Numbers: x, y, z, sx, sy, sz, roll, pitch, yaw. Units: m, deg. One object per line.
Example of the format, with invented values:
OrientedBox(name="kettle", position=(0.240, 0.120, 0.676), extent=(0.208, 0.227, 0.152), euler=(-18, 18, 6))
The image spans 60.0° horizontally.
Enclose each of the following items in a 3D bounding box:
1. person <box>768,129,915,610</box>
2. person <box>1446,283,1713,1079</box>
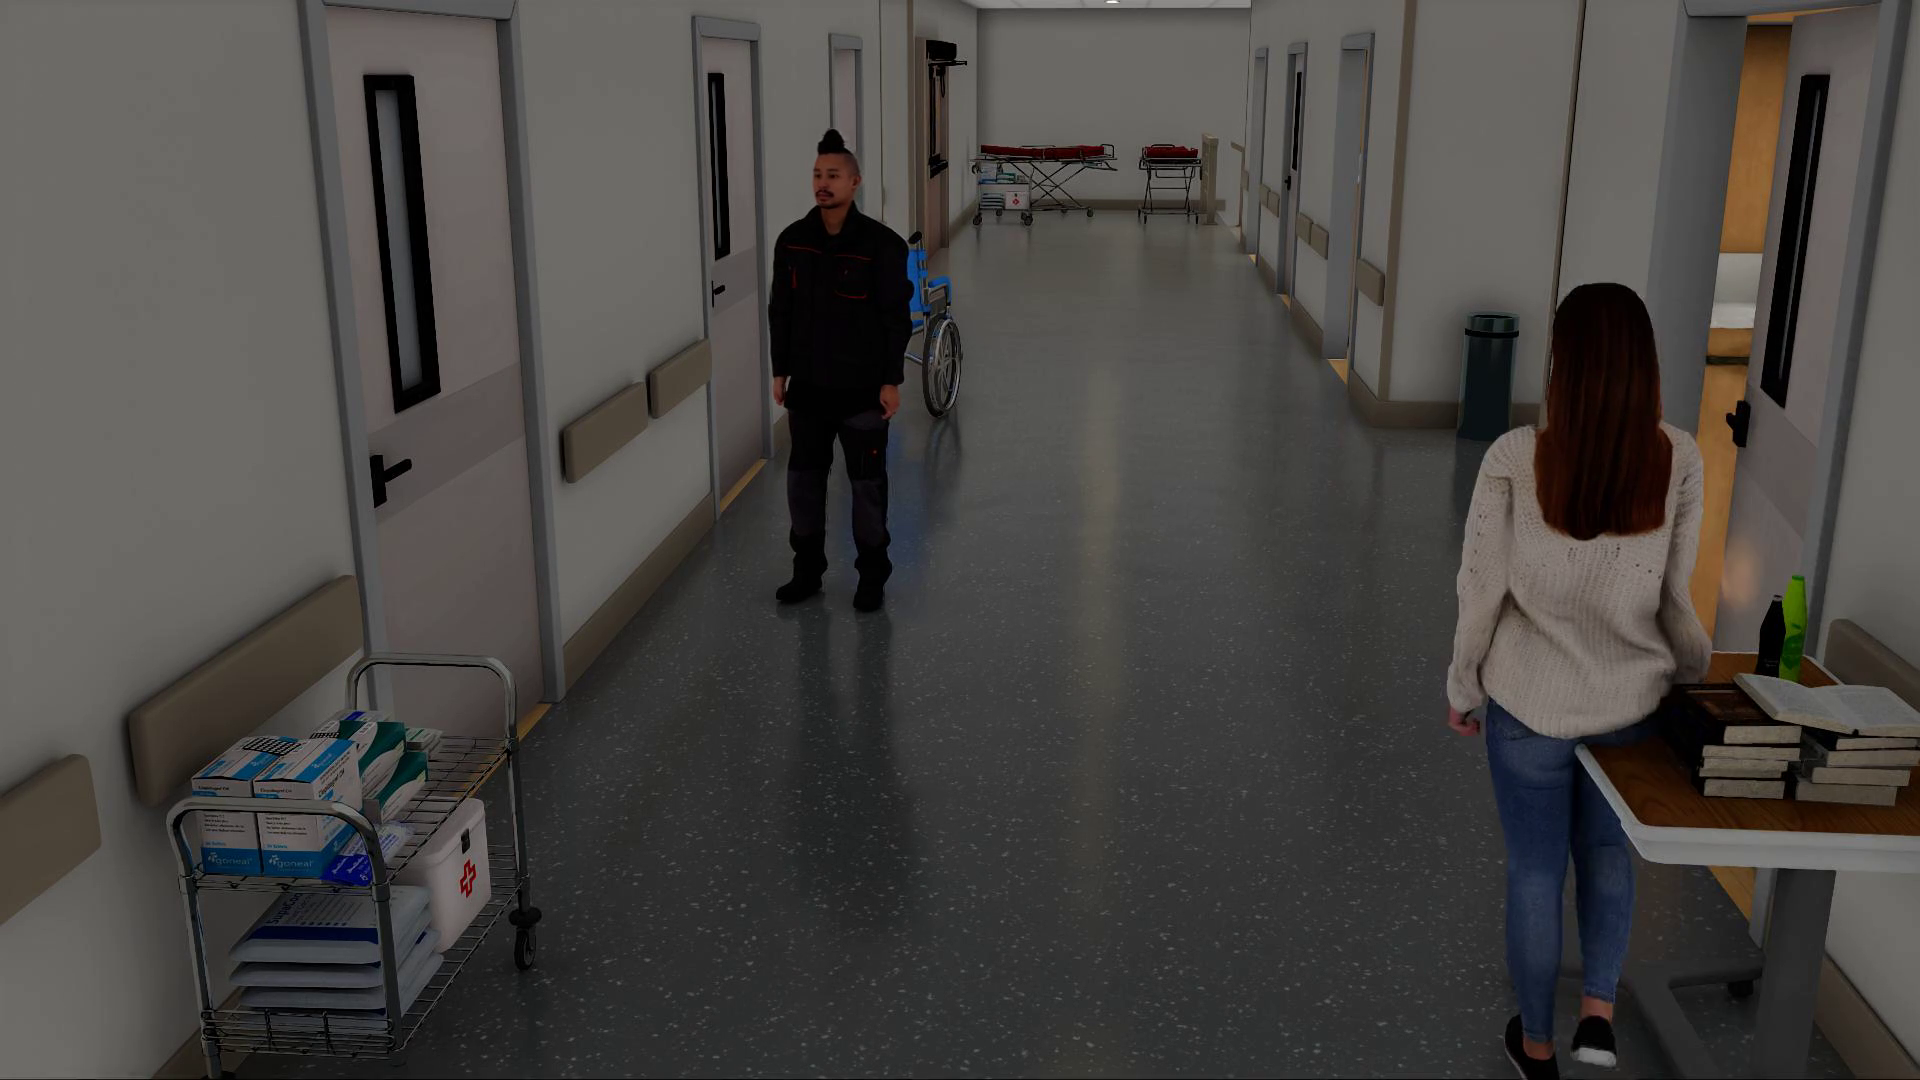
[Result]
OrientedBox(name="person", position=(-0.479, -0.668, 6.561), extent=(0.823, 1.863, 0.710), euler=(5, 17, 18))
OrientedBox(name="person", position=(1.229, 0.360, 3.256), extent=(0.634, 1.678, 0.620), euler=(2, 16, 8))
